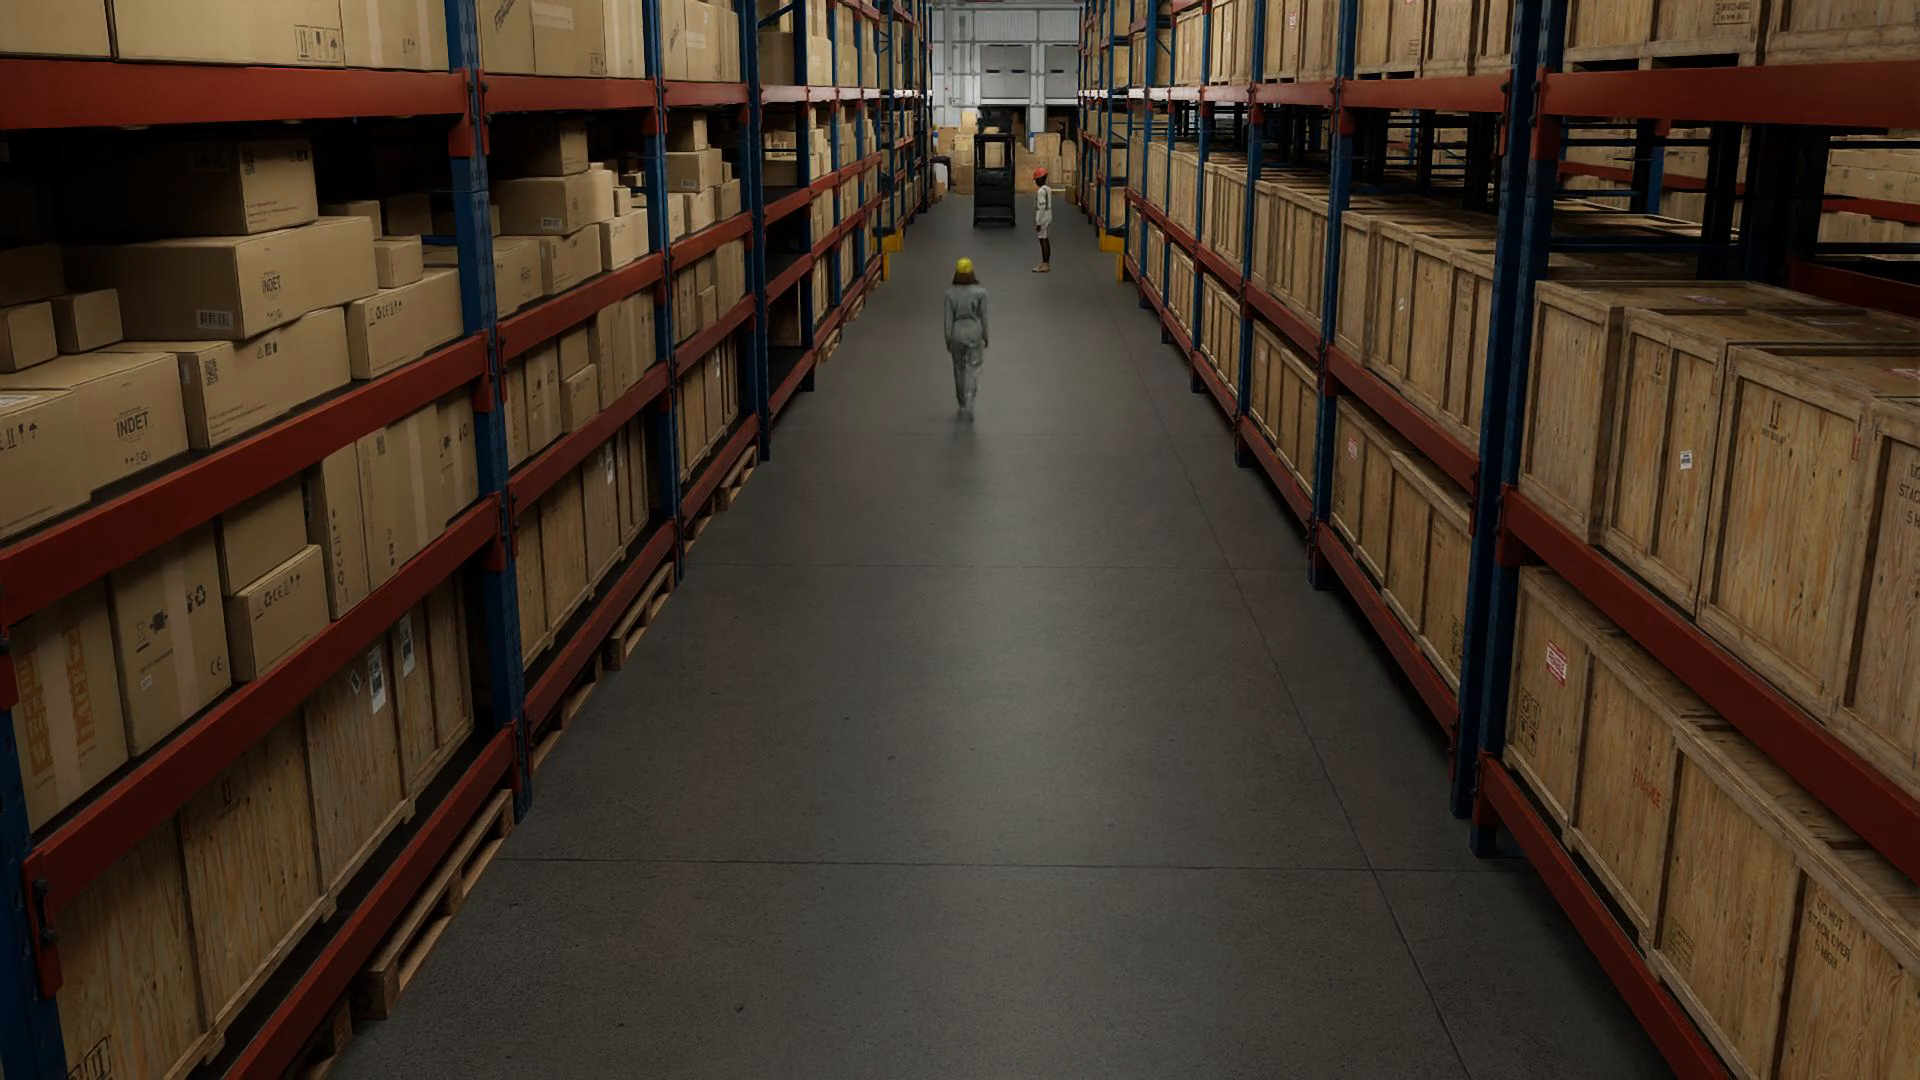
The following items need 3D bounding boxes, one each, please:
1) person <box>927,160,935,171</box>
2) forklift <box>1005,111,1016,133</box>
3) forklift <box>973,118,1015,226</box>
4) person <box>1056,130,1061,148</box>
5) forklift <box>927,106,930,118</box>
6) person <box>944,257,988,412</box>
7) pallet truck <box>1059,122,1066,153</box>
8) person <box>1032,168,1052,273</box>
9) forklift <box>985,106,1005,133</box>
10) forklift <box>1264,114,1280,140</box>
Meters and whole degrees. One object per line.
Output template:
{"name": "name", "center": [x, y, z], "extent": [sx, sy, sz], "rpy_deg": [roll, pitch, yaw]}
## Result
{"name": "person", "center": [-1.116, -12.295, 55.968], "extent": [0.737, 1.606, 0.559], "rpy_deg": [10, 18, 34]}
{"name": "forklift", "center": [1.842, -14.649, 62.295], "extent": [1.873, 2.768, 1.129], "rpy_deg": [0, 15, 1]}
{"name": "forklift", "center": [0.932, -9.908, 44.656], "extent": [1.129, 2.768, 1.873], "rpy_deg": [0, 15, 1]}
{"name": "person", "center": [5.054, -20.413, 86.115], "extent": [0.312, 1.635, 0.516], "rpy_deg": [5, 16, 18]}
{"name": "forklift", "center": [-1.981, -20.854, 85.384], "extent": [1.129, 2.768, 1.873], "rpy_deg": [0, 15, 2]}
{"name": "person", "center": [0.059, -2.246, 18.335], "extent": [0.494, 1.724, 0.642], "rpy_deg": [2, 15, 6]}
{"name": "pallet truck", "center": [5.788, -21.111, 88.014], "extent": [1.885, 1.965, 0.823], "rpy_deg": [5, 16, 18]}
{"name": "person", "center": [1.607, -6.306, 32.865], "extent": [0.404, 2.032, 0.608], "rpy_deg": [4, 16, 16]}
{"name": "forklift", "center": [1.774, -20.571, 84.329], "extent": [1.129, 2.768, 1.873], "rpy_deg": [-7, 17, -24]}
{"name": "forklift", "center": [11.024, -13.973, 59.779], "extent": [1.129, 2.768, 1.873], "rpy_deg": [0, 15, 2]}
